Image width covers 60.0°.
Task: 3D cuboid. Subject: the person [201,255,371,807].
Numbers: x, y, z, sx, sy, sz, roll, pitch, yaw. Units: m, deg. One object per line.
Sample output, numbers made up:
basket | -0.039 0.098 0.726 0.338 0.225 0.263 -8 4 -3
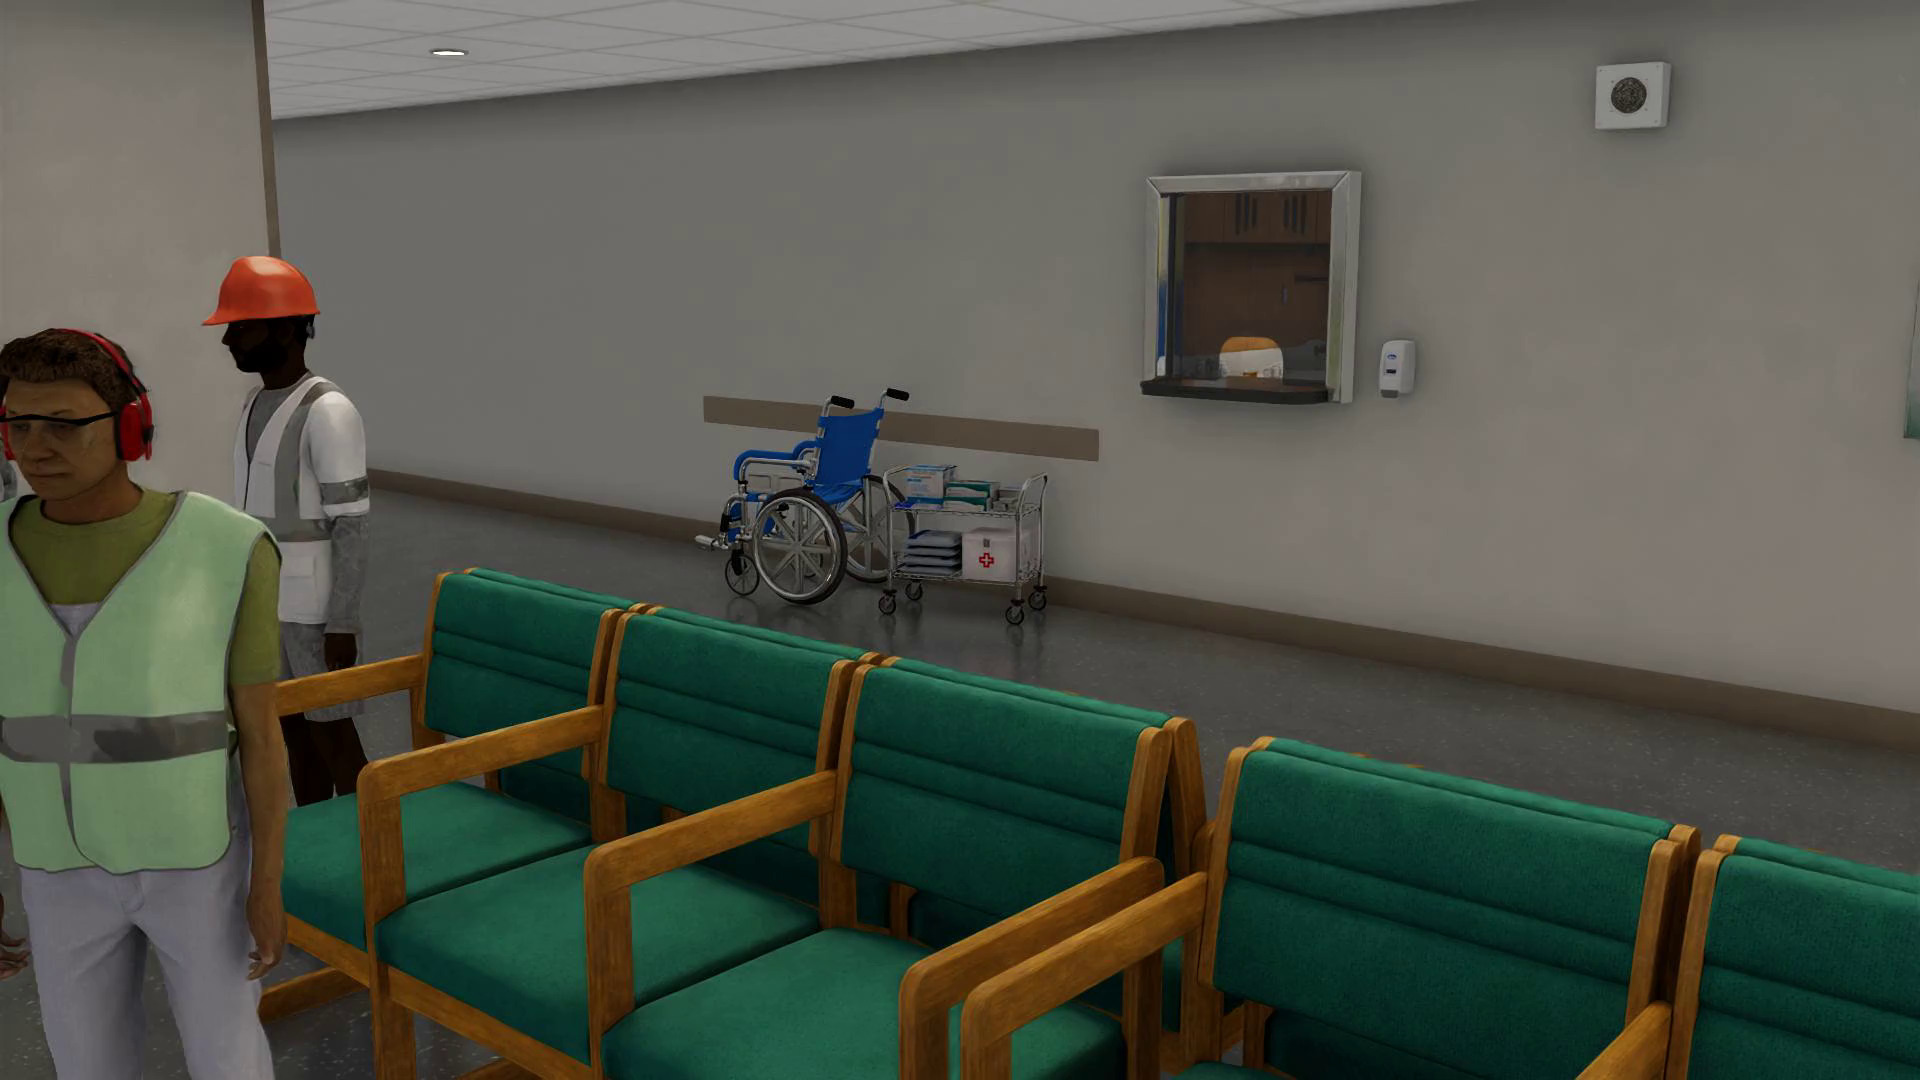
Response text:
person | -1.894 0.174 4.721 0.553 1.935 0.364 9 13 41

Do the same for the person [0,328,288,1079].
person | -1.409 0.558 2.844 0.560 1.836 0.397 -1 10 -4
